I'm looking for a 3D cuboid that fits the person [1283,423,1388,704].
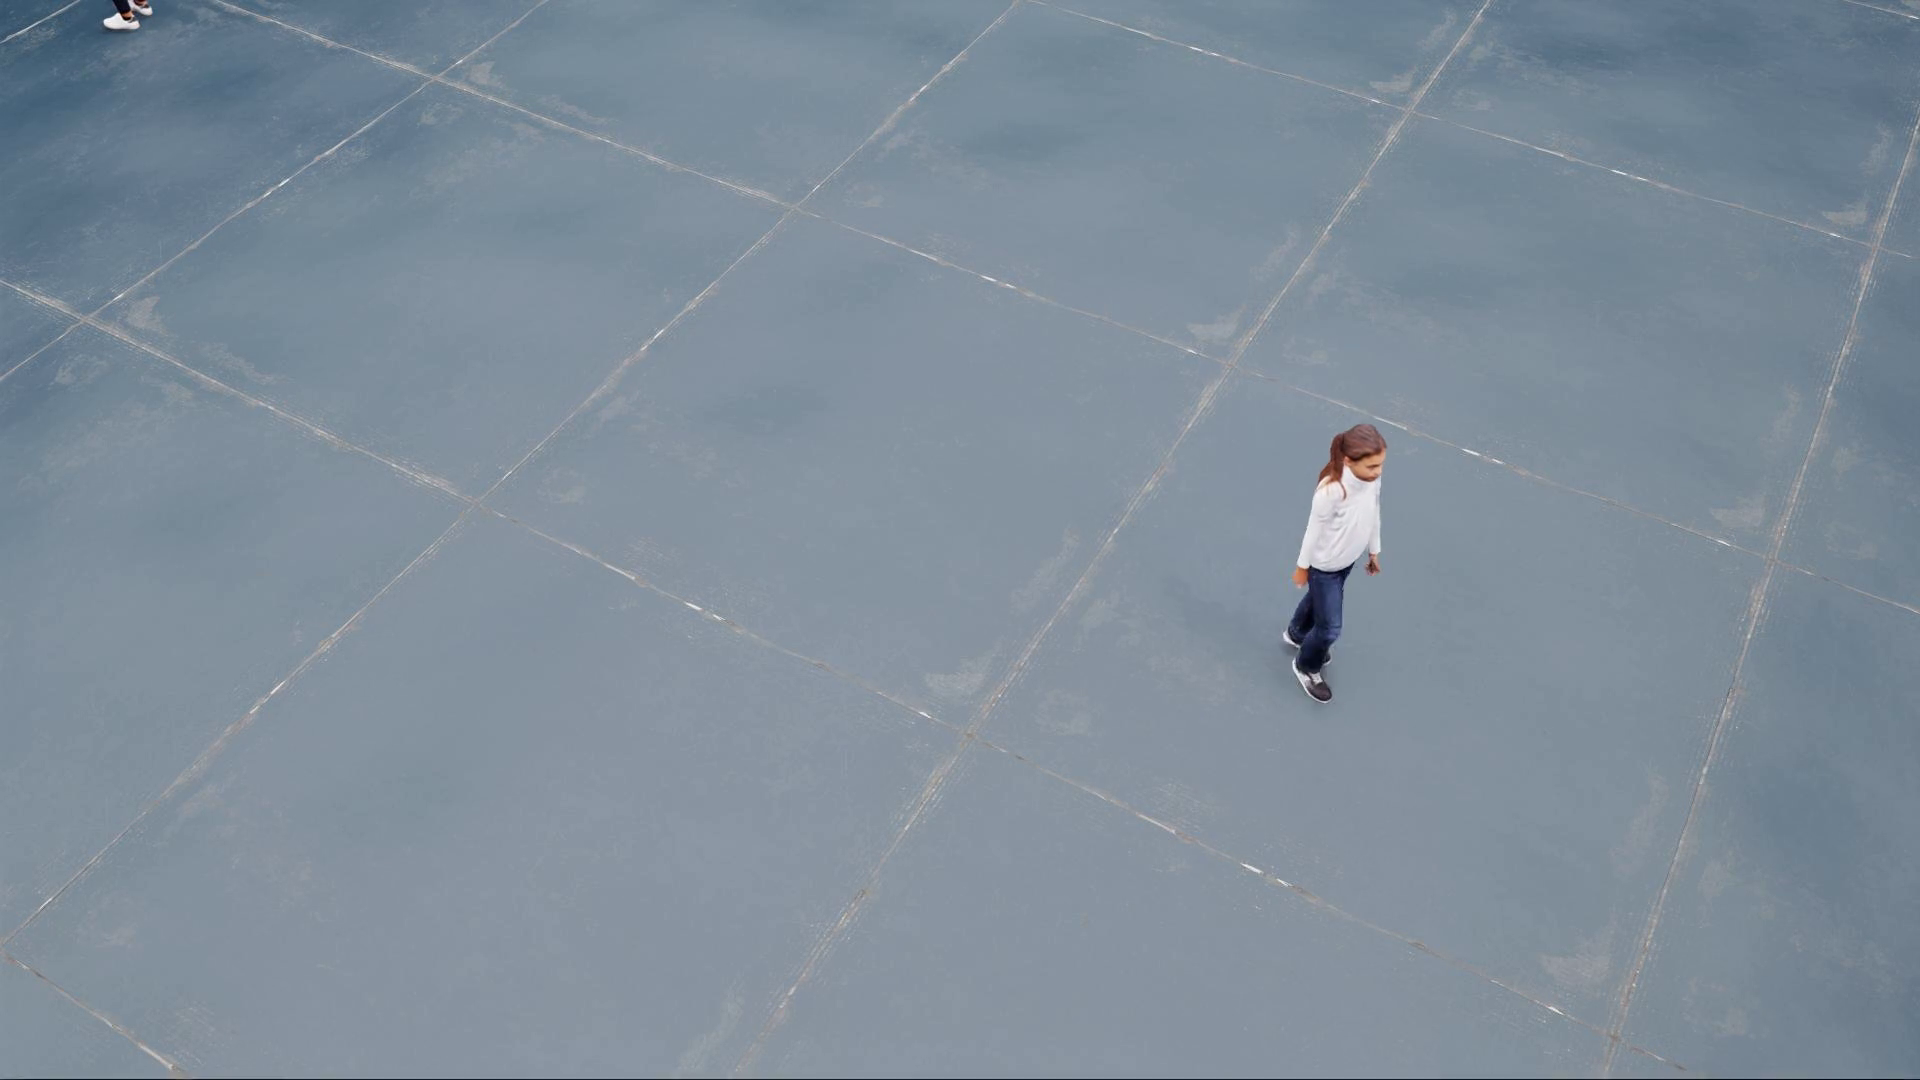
[{"bbox_3d":[1.623,0.016,7.502,0.651,1.543,0.750,-29,54,-24],"label":"person"}]
